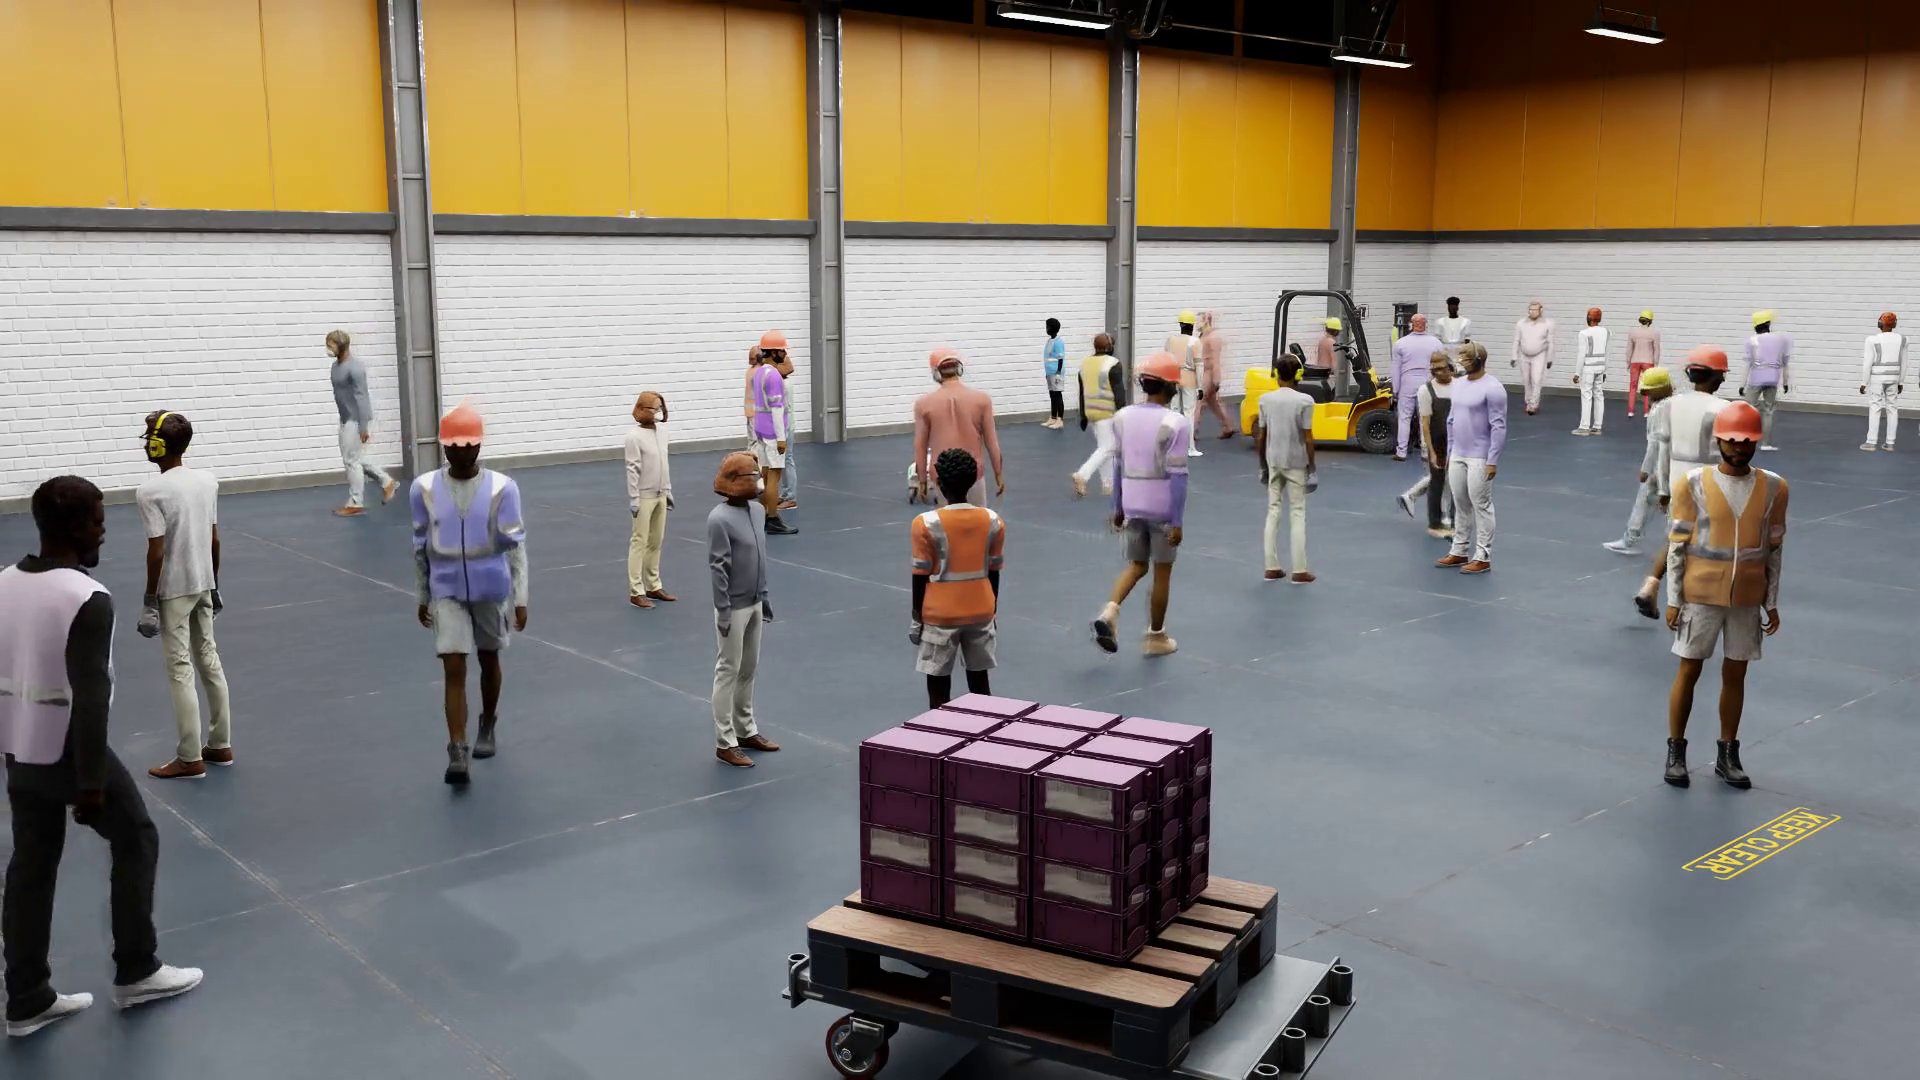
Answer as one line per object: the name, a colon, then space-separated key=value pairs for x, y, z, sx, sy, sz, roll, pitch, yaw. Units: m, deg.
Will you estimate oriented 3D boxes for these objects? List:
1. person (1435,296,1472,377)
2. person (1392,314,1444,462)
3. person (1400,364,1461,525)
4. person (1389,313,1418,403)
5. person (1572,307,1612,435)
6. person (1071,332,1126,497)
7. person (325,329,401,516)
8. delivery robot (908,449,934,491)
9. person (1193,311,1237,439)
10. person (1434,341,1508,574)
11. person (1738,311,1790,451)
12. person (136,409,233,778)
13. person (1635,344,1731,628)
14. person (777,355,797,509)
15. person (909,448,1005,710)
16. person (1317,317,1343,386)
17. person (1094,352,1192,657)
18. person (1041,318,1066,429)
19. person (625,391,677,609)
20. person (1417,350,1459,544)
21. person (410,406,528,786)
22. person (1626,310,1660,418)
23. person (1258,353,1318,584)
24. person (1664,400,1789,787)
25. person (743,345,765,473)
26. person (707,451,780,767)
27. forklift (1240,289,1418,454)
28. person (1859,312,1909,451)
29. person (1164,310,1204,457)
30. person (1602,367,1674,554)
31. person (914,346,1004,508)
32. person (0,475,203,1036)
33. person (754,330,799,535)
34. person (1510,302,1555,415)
person: x=8.390 y=-3.170 z=28.370 sx=0.605 sy=1.955 sz=0.386 roll=4 pitch=10 yaw=21
person: x=5.875 y=-1.956 z=21.414 sx=0.639 sy=1.900 sz=0.401 roll=1 pitch=10 yaw=3
person: x=4.630 y=-0.932 z=16.234 sx=0.525 sy=1.613 sz=0.557 roll=3 pitch=10 yaw=17
person: x=6.878 y=-2.644 z=25.624 sx=0.430 sy=1.837 sz=0.620 roll=-3 pitch=10 yaw=-19
person: x=9.304 y=-2.478 z=24.512 sx=0.573 sy=1.883 sz=0.355 roll=-4 pitch=10 yaw=-22
person: x=1.516 y=-1.363 z=18.175 sx=0.788 sy=1.815 sz=0.624 roll=-6 pitch=12 yaw=-33
person: x=-6.122 y=-1.210 z=17.011 sx=0.670 sy=1.912 sz=0.671 roll=-7 pitch=12 yaw=-37
delivery robot: x=-0.337 y=-0.744 z=17.967 sx=0.477 sy=0.478 sz=0.707 roll=1 pitch=10 yaw=9
person: x=3.551 y=-2.346 z=23.818 sx=0.984 sy=1.865 sz=0.663 roll=-1 pitch=10 yaw=-8
person: x=4.270 y=-0.684 z=13.855 sx=0.371 sy=1.935 sz=0.629 roll=-4 pitch=10 yaw=-21
person: x=10.799 y=-2.127 z=22.415 sx=0.813 sy=1.899 sz=0.469 roll=0 pitch=10 yaw=0
person: x=-3.951 y=0.276 z=8.421 sx=0.327 sy=1.872 sz=0.516 roll=3 pitch=10 yaw=16
person: x=5.182 y=-0.362 z=11.682 sx=0.663 sy=2.029 sz=0.630 roll=-4 pitch=11 yaw=-23
person: x=-1.860 y=-1.138 z=17.398 sx=0.281 sy=1.632 sz=0.504 roll=-3 pitch=10 yaw=-16
person: x=-0.015 y=0.383 z=8.328 sx=0.530 sy=1.689 sz=0.321 roll=-6 pitch=11 yaw=-31
person: x=5.426 y=-2.466 z=24.865 sx=0.728 sy=1.739 sz=0.535 roll=-2 pitch=10 yaw=-12
person: x=1.191 y=-0.204 z=10.785 sx=0.634 sy=2.024 sz=0.646 roll=9 pitch=13 yaw=41
person: x=1.441 y=-2.549 z=25.466 sx=0.322 sy=1.697 sz=0.532 roll=-3 pitch=10 yaw=-15
person: x=-2.333 y=-0.313 z=12.559 sx=0.274 sy=1.632 sz=0.503 roll=5 pitch=11 yaw=25
person: x=4.460 y=-0.842 z=15.227 sx=0.582 sy=1.783 sz=0.811 roll=0 pitch=10 yaw=1
person: x=-2.477 y=0.265 z=8.428 sx=0.565 sy=1.883 sz=0.983 roll=-2 pitch=10 yaw=-12
person: x=11.130 y=-2.866 z=27.119 sx=0.526 sy=1.768 sz=0.330 roll=8 pitch=12 yaw=39
person: x=2.655 y=-0.576 z=13.448 sx=0.514 sy=1.861 sz=0.352 roll=8 pitch=12 yaw=39
person: x=3.787 y=0.275 z=8.233 sx=0.548 sy=1.936 sz=0.378 roll=2 pitch=10 yaw=9
person: x=-2.301 y=-1.396 z=18.913 sx=0.313 sy=1.633 sz=0.519 roll=-4 pitch=10 yaw=-21
person: x=-1.133 y=0.349 z=8.681 sx=0.279 sy=1.636 sz=0.501 roll=4 pitch=10 yaw=21
forklift: x=5.034 y=-2.339 z=22.783 sx=2.313 sy=2.155 sz=1.214 roll=3 pitch=10 yaw=16
person: x=12.519 y=-2.144 z=22.557 sx=0.574 sy=1.883 sz=0.360 roll=1 pitch=10 yaw=3
person: x=2.960 y=-2.058 z=21.919 sx=0.594 sy=1.925 sz=0.369 roll=8 pitch=13 yaw=40
person: x=6.020 y=-0.663 z=14.438 sx=0.809 sy=1.681 sz=0.552 roll=4 pitch=10 yaw=21
person: x=-0.007 y=-0.502 z=12.735 sx=0.696 sy=1.948 sz=0.532 roll=0 pitch=10 yaw=0
person: x=-3.027 y=0.717 z=5.752 sx=0.610 sy=1.890 sz=0.743 roll=5 pitch=11 yaw=26
person: x=-1.768 y=-1.021 z=15.816 sx=0.360 sy=1.939 sz=0.543 roll=-4 pitch=11 yaw=-24
person: x=9.503 y=-3.019 z=27.704 sx=0.642 sy=1.872 sz=0.864 roll=7 pitch=12 yaw=34
